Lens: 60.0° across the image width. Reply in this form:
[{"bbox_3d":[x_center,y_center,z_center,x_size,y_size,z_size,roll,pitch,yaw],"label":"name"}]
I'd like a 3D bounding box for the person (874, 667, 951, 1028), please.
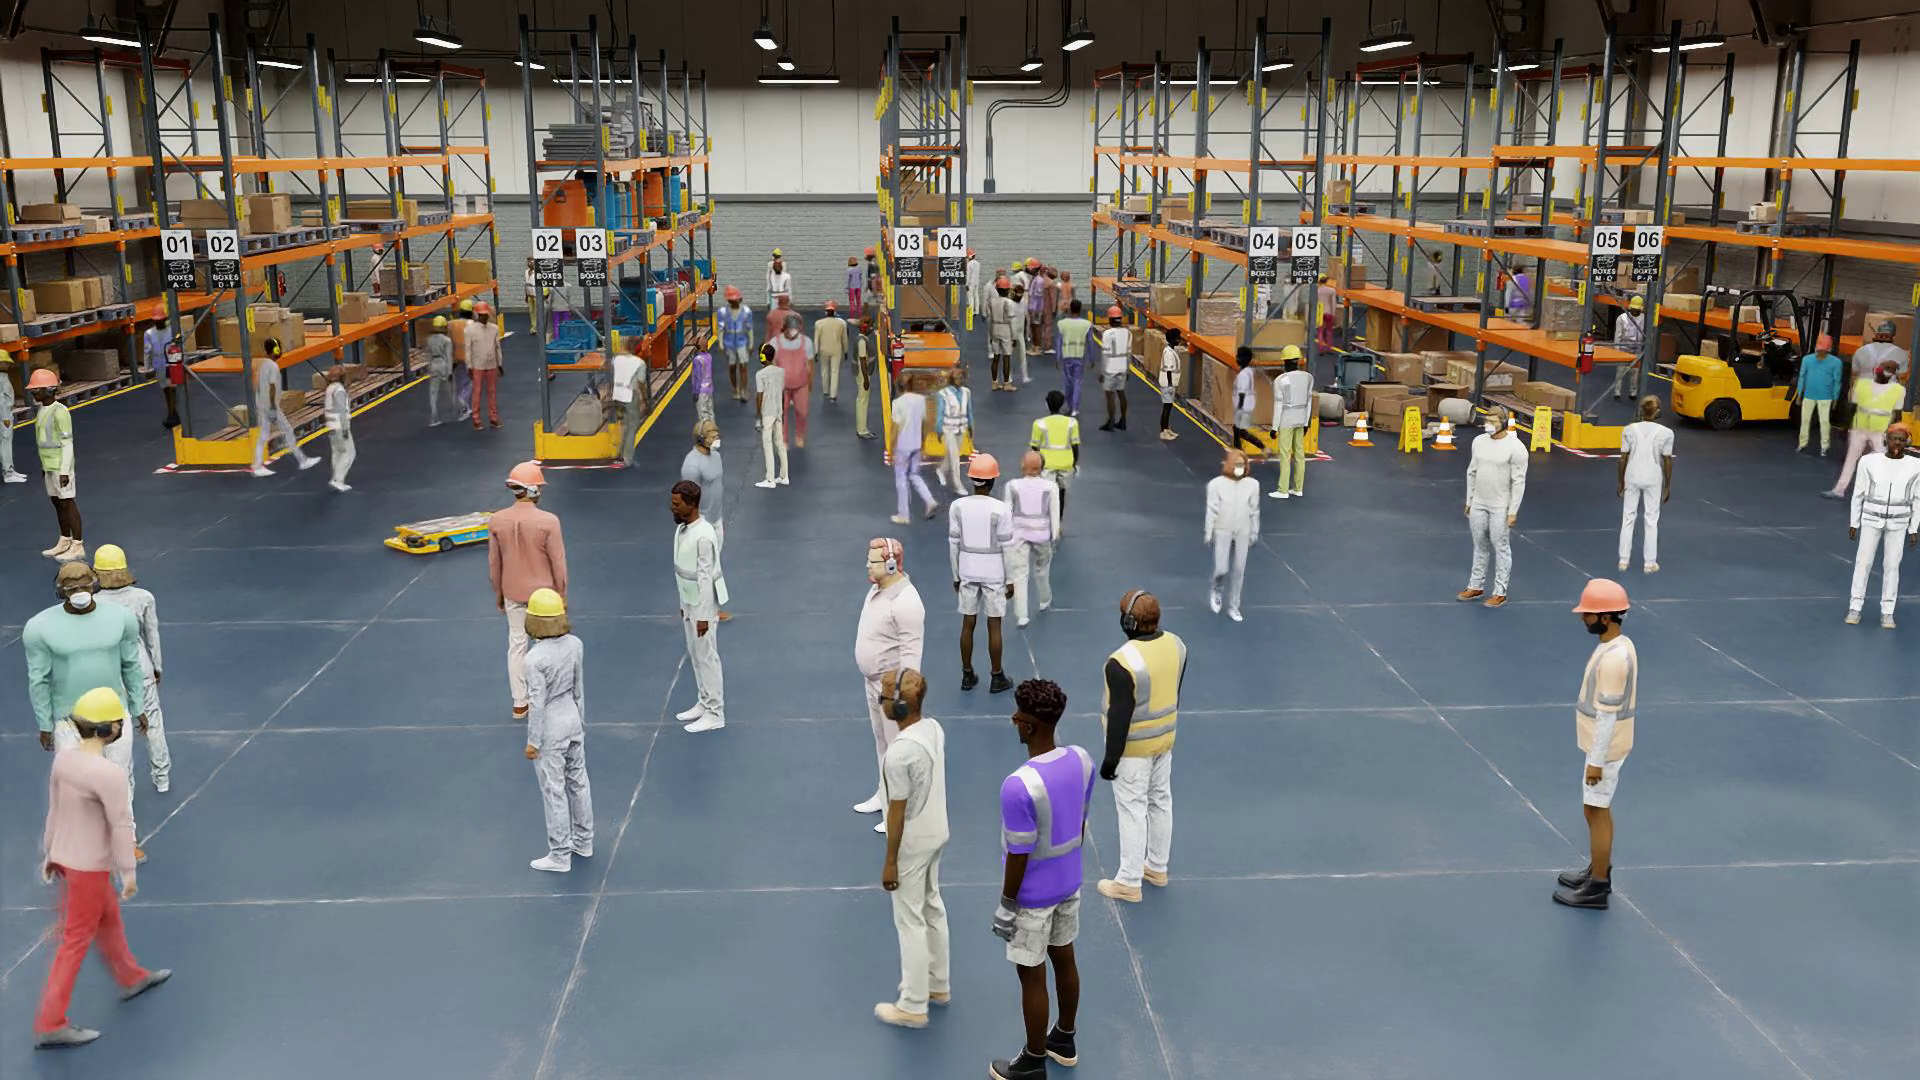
[{"bbox_3d":[-0.237,1.518,8.281,0.345,1.838,0.502,5,14,21],"label":"person"}]

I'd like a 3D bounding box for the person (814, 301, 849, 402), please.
[{"bbox_3d":[-2.232,-3.288,28.897,0.597,1.701,0.887,-1,13,-3],"label":"person"}]

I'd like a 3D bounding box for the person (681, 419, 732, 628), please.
[{"bbox_3d":[-2.320,-0.147,15.143,0.367,1.932,0.623,3,14,13],"label":"person"}]

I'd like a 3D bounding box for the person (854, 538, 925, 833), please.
[{"bbox_3d":[-0.470,0.916,10.673,0.409,1.907,0.651,-6,14,-22],"label":"person"}]

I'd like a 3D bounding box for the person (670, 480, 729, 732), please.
[{"bbox_3d":[-1.959,0.487,12.508,0.391,1.908,0.584,-7,15,-26],"label":"person"}]

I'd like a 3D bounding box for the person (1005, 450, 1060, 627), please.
[{"bbox_3d":[0.664,-0.040,15.379,0.538,1.585,0.851,3,14,11],"label":"person"}]

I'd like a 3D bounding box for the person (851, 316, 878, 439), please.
[{"bbox_3d":[-1.457,-2.452,25.089,0.390,1.838,0.563,-2,13,-6],"label":"person"}]

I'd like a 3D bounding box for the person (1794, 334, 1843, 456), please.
[{"bbox_3d":[12.222,-2.075,23.724,0.389,1.731,0.570,-12,18,-41],"label":"person"}]

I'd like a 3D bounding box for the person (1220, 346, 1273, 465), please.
[{"bbox_3d":[3.942,-1.808,22.717,0.649,1.680,0.539,3,14,13],"label":"person"}]

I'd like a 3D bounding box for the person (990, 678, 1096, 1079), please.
[{"bbox_3d":[0.370,1.585,7.713,0.368,1.966,0.603,10,17,36],"label":"person"}]

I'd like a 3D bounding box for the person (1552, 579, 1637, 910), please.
[{"bbox_3d":[3.669,1.167,9.587,0.388,1.924,0.549,5,14,21],"label":"person"}]

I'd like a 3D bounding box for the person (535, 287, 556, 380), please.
[{"bbox_3d":[-7.820,-3.896,31.353,0.306,1.772,0.525,0,13,0],"label":"person"}]

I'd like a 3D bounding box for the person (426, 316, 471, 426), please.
[{"bbox_3d":[-8.172,-2.692,26.391,0.504,1.707,0.804,4,14,18],"label":"person"}]

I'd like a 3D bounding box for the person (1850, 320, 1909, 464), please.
[{"bbox_3d":[12.567,-2.004,22.757,0.686,2.000,0.535,12,18,41],"label":"person"}]

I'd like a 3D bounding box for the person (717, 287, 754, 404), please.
[{"bbox_3d":[-3.841,-3.337,28.528,0.614,1.986,1.060,-2,13,-6],"label":"person"}]

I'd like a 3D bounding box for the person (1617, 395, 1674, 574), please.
[{"bbox_3d":[7.030,-0.569,17.101,0.514,1.841,0.324,8,15,30],"label":"person"}]

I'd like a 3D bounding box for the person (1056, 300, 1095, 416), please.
[{"bbox_3d":[1.905,-3.010,27.405,0.622,1.861,1.025,2,14,10],"label":"person"}]

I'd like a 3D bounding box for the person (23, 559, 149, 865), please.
[{"bbox_3d":[-5.223,1.057,10.008,0.627,1.941,0.374,-10,17,-38],"label":"person"}]

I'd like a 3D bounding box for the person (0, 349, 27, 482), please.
[{"bbox_3d":[-12.506,-1.631,21.813,0.294,1.744,0.486,-7,15,-26],"label":"person"}]

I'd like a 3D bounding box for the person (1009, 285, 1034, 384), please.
[{"bbox_3d":[1.066,-3.788,30.792,0.571,1.811,0.964,-6,14,-23],"label":"person"}]

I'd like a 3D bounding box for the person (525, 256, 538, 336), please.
[{"bbox_3d":[-9.892,-5.668,38.696,0.565,1.846,0.390,9,16,33],"label":"person"}]

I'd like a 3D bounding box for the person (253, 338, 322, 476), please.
[{"bbox_3d":[-9.128,-1.787,22.327,0.969,1.812,0.534,-13,18,-43],"label":"person"}]

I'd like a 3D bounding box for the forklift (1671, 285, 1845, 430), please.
[{"bbox_3d":[12.503,-2.886,26.166,2.313,2.155,1.214,-1,13,-3],"label":"forklift"}]

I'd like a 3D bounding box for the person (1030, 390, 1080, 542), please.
[{"bbox_3d":[1.033,-0.856,18.674,0.557,1.660,0.789,-3,14,-11],"label":"person"}]

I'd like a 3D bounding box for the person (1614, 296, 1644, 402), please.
[{"bbox_3d":[11.576,-3.284,28.649,0.592,1.822,0.404,0,13,1],"label":"person"}]

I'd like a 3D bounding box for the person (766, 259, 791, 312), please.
[{"bbox_3d":[-4.067,-5.366,37.385,0.576,1.869,0.408,1,13,6],"label":"person"}]

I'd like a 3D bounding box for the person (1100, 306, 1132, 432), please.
[{"bbox_3d":[2.387,-2.648,25.709,0.551,1.933,0.377,-10,17,-37],"label":"person"}]

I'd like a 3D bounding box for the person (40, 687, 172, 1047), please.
[{"bbox_3d":[-4.311,1.595,8.238,0.542,1.706,0.769,9,16,34],"label":"person"}]

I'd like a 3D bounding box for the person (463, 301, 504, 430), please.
[{"bbox_3d":[-7.403,-2.721,25.892,0.620,1.992,0.394,-12,18,-42],"label":"person"}]

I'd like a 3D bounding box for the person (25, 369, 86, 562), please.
[{"bbox_3d":[-9.583,-0.789,17.606,0.607,2.044,0.371,11,17,40],"label":"person"}]

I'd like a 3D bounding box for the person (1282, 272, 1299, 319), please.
[{"bbox_3d":[7.382,-5.142,36.961,0.558,1.619,0.508,-7,15,-29],"label":"person"}]

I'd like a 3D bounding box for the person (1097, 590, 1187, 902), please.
[{"bbox_3d":[1.031,1.186,9.671,0.430,1.845,0.619,12,18,42],"label":"person"}]

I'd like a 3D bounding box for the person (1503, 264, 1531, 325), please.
[{"bbox_3d":[12.207,-5.167,36.639,0.656,1.812,0.769,-5,14,-19],"label":"person"}]

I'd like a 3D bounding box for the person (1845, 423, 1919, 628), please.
[{"bbox_3d":[8.440,-0.137,15.183,0.575,1.885,0.355,6,15,26],"label":"person"}]

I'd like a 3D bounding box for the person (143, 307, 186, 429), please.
[{"bbox_3d":[-12.408,-2.668,25.884,0.574,1.888,0.962,-1,13,-6],"label":"person"}]
